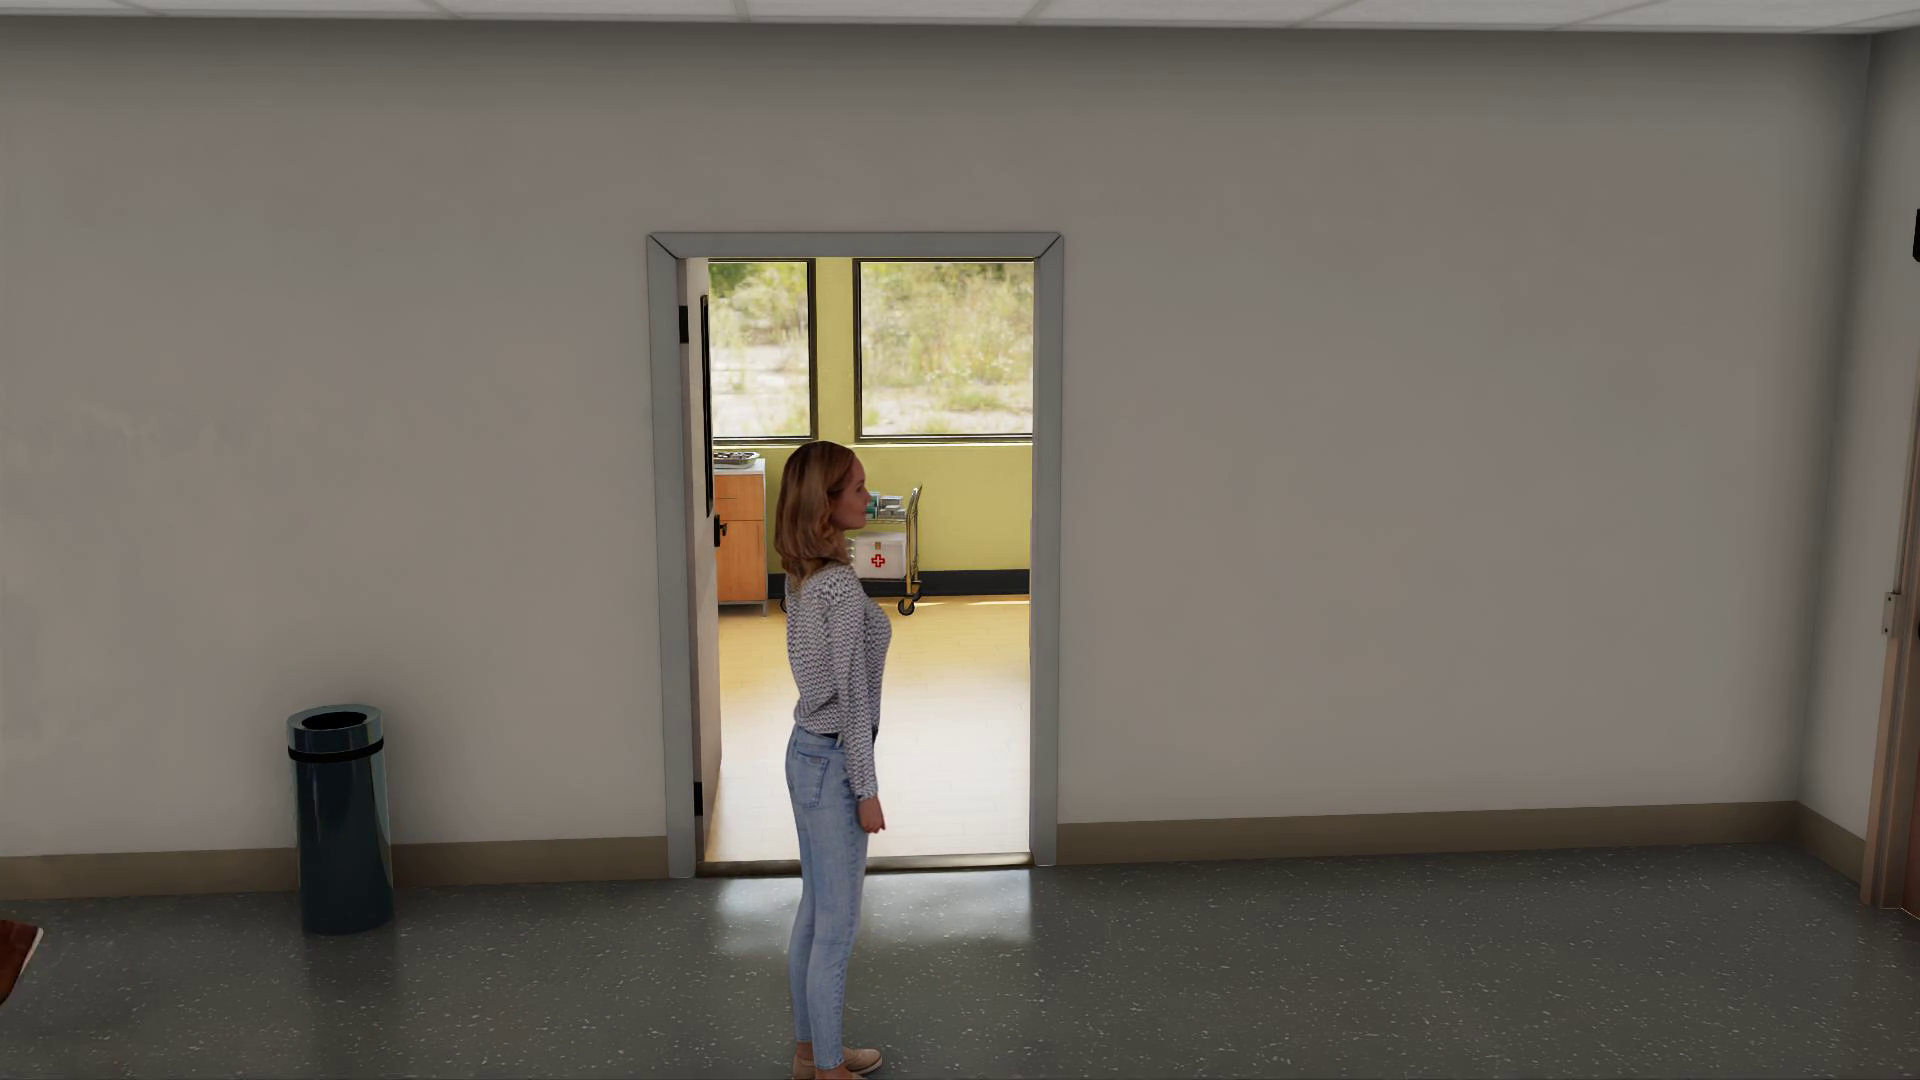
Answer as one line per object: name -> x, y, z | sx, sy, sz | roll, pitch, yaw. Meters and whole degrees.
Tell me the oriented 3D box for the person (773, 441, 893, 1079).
person -> -0.337, 0.627, 4.376 | 0.595, 1.796, 0.637 | -4, 11, -19
